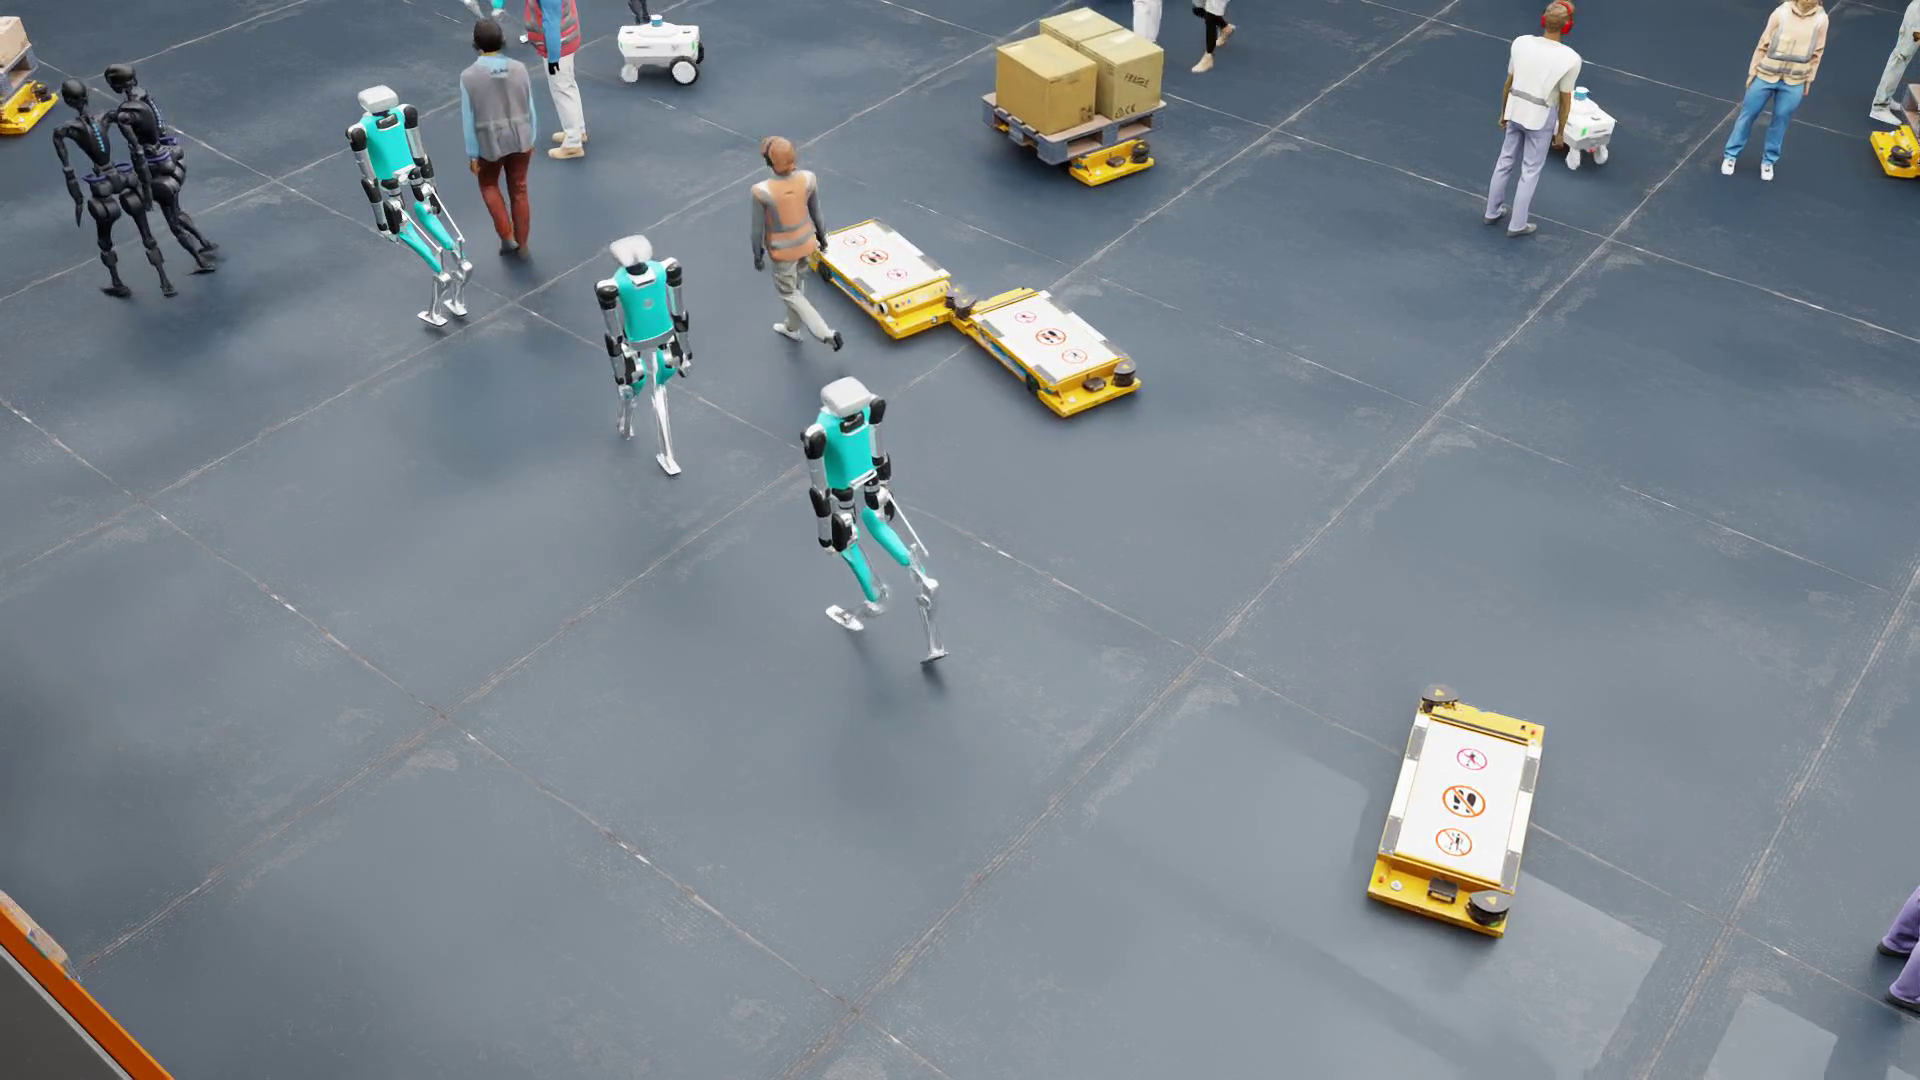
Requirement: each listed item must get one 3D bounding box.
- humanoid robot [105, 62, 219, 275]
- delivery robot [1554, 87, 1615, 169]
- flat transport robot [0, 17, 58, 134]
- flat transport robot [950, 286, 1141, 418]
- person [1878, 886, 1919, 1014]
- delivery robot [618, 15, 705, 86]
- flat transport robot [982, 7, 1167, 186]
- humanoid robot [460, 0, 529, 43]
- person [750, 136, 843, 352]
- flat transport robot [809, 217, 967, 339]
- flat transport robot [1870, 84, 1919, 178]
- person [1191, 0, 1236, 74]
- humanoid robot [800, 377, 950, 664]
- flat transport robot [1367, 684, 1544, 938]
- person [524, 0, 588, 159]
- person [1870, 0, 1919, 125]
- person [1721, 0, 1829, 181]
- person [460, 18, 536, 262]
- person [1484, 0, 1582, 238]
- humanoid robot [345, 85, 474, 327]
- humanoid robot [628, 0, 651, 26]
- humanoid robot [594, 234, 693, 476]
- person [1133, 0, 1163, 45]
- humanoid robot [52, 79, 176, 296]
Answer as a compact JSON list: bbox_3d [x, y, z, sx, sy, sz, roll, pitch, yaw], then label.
[{"bbox_3d":[-5.852,-2.716,12.191,0.327,1.651,0.608,-2,40,-2],"label":"humanoid robot"},{"bbox_3d":[5.150,-3.521,13.986,0.499,0.577,0.769,-12,42,-14],"label":"delivery robot"},{"bbox_3d":[-8.741,-3.773,14.516,1.431,0.231,0.659,0,40,0],"label":"flat transport robot"},{"bbox_3d":[0.583,-1.372,11.692,0.659,0.231,1.431,-22,45,-24],"label":"flat transport robot"},{"bbox_3d":[4.471,1.374,7.253,0.384,1.838,0.559,11,42,13],"label":"person"},{"bbox_3d":[-2.728,-4.468,15.107,0.765,0.586,0.499,0,40,0],"label":"delivery robot"},{"bbox_3d":[0.942,-3.437,14.121,0.659,0.231,1.431,-24,46,-26],"label":"flat transport robot"},{"bbox_3d":[-4.320,-5.293,15.182,0.903,1.754,0.530,-27,47,-28],"label":"humanoid robot"},{"bbox_3d":[-1.107,-1.968,11.355,0.582,1.608,0.676,-29,48,-30],"label":"person"},{"bbox_3d":[-0.585,-1.986,12.414,0.659,0.231,1.431,-24,46,-25],"label":"flat transport robot"},{"bbox_3d":[8.422,-3.192,13.833,1.431,0.231,0.659,7,41,8],"label":"flat transport robot"},{"bbox_3d":[2.347,-5.063,14.946,0.597,1.666,0.551,-24,46,-25],"label":"person"},{"bbox_3d":[-0.376,0.012,8.966,0.532,1.781,1.030,-33,50,-32],"label":"humanoid robot"},{"bbox_3d":[2.559,1.346,8.495,0.659,0.231,1.431,15,43,17],"label":"flat transport robot"},{"bbox_3d":[-3.320,-4.057,13.647,0.430,1.831,0.638,-5,41,-6],"label":"person"},{"bbox_3d":[8.185,-4.429,14.149,0.294,1.744,0.485,21,45,23],"label":"person"},{"bbox_3d":[6.581,-3.724,13.339,0.492,1.721,0.378,13,42,14],"label":"person"},{"bbox_3d":[-3.375,-2.918,12.282,0.561,1.857,0.487,-19,44,-21],"label":"person"},{"bbox_3d":[4.325,-3.167,12.597,0.403,1.835,0.560,-29,48,-30],"label":"person"},{"bbox_3d":[-3.716,-2.260,11.526,0.731,1.688,0.531,27,47,28],"label":"humanoid robot"},{"bbox_3d":[-3.080,-5.543,15.521,0.342,1.646,0.589,32,50,32],"label":"humanoid robot"},{"bbox_3d":[-2.031,-1.198,10.404,0.558,1.845,0.865,-21,45,-23],"label":"humanoid robot"},{"bbox_3d":[1.719,-5.231,15.022,0.596,1.848,0.727,-13,42,-15],"label":"person"},{"bbox_3d":[-6.099,-2.514,11.965,0.541,1.640,0.609,29,48,30],"label":"humanoid robot"}]
